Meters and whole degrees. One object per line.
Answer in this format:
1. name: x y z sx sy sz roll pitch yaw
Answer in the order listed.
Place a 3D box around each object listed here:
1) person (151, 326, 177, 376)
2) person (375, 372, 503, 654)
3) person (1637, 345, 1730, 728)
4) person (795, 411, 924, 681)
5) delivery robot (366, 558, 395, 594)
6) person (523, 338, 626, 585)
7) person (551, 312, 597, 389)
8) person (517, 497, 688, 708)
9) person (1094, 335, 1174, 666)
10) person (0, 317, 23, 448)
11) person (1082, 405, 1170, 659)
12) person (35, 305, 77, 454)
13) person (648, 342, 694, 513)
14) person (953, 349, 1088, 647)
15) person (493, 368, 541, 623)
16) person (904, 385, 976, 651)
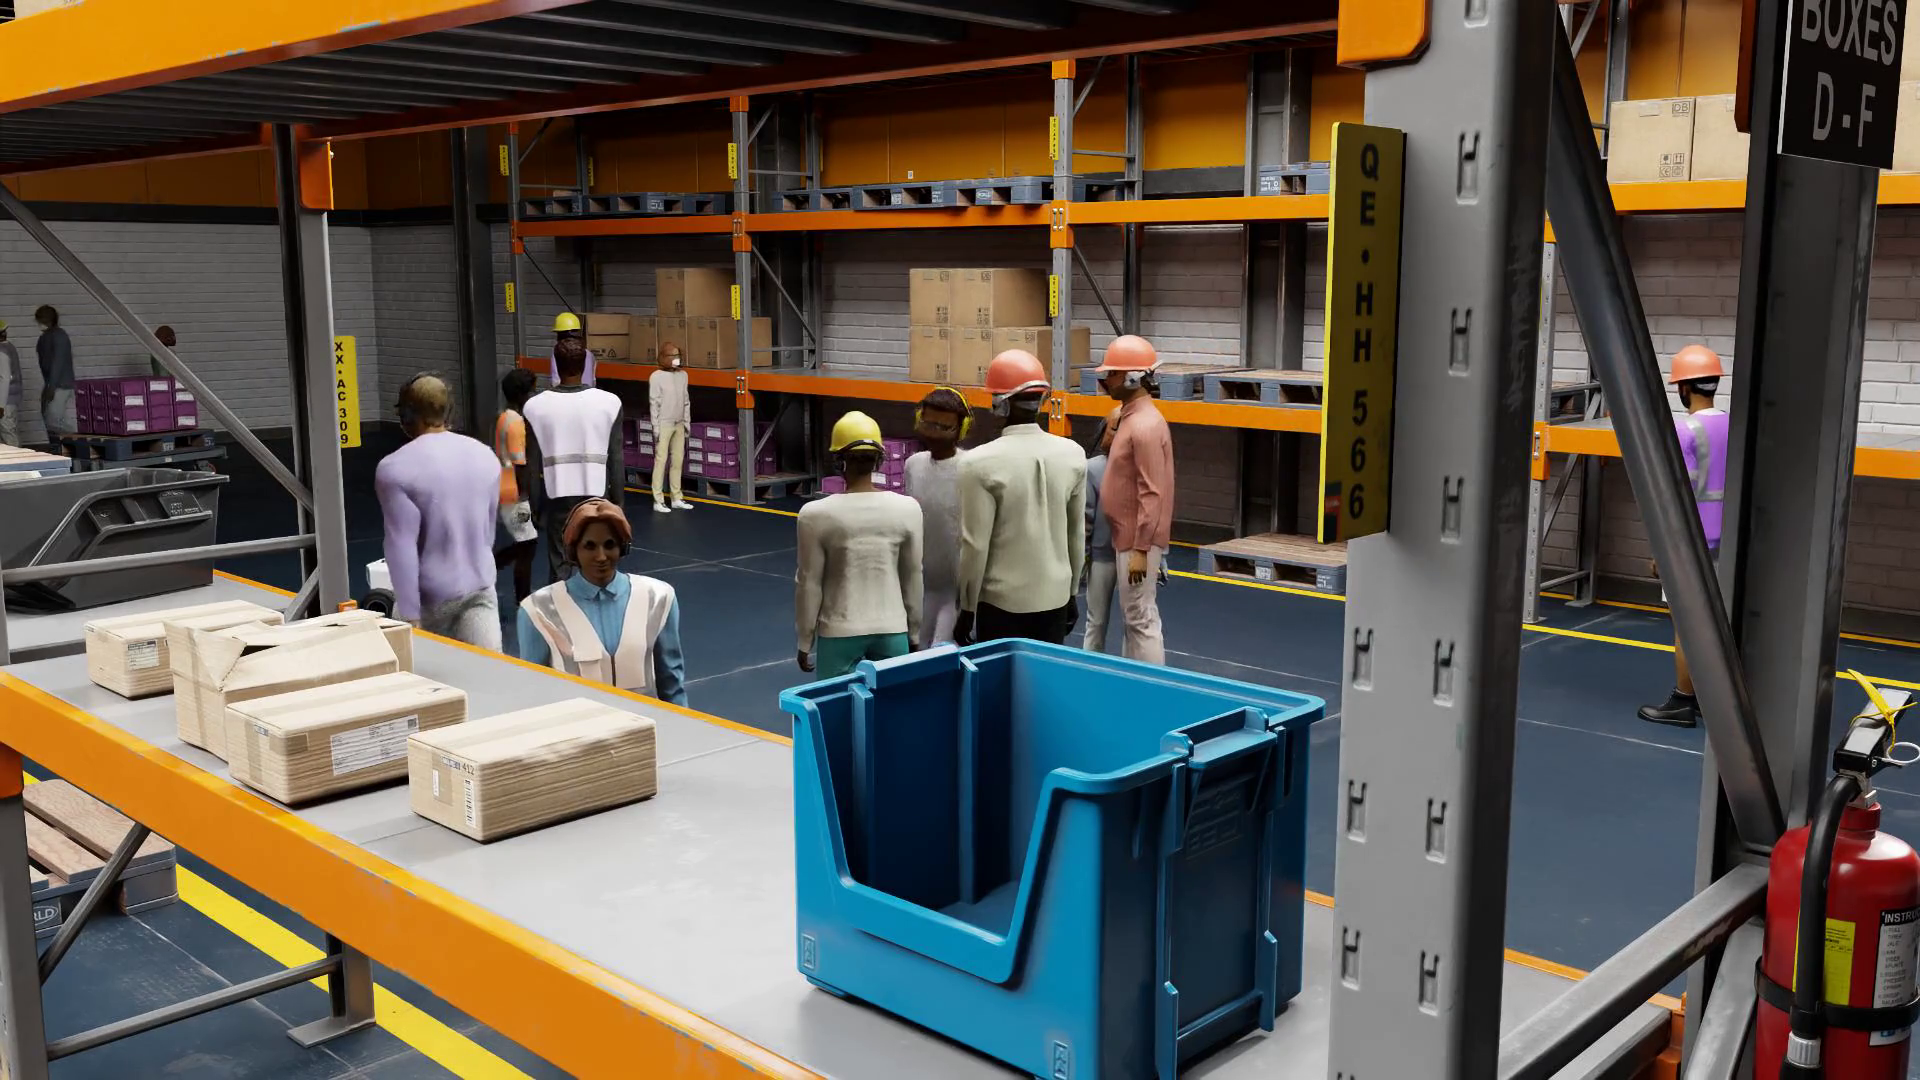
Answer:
1. person: -9.627 -1.781 20.204 0.503 1.632 0.274 7 12 37
2. person: -2.219 0.228 7.124 1.047 1.879 0.619 7 12 37
3. person: 3.705 -0.014 8.436 0.542 1.931 0.375 -6 11 -33
4. person: -0.399 0.372 6.602 0.527 1.760 0.339 -4 10 -21
5. delivery robot: -3.452 0.243 10.776 0.707 0.478 0.477 1 9 5
6. person: -2.292 -0.246 9.943 0.582 1.911 0.392 -2 9 -12
7. person: -3.561 -1.120 15.266 0.390 1.922 0.589 4 10 22
8. person: -1.092 0.678 5.105 0.513 1.634 0.312 -5 10 -26
9. person: 0.854 -0.014 8.241 0.396 1.992 0.622 0 9 1
10. person: -10.264 -1.493 17.819 0.403 1.828 0.588 -4 10 -23
11. person: 0.834 0.119 8.523 0.501 1.633 0.285 -1 9 -8
12. person: -10.198 -1.703 18.841 0.493 1.915 0.666 -8 13 -42
13. person: -2.765 -1.075 15.887 0.283 1.626 0.505 6 11 33
14. person: 0.239 0.227 6.768 0.619 1.992 0.388 -6 11 -34
15. person: -2.949 -0.279 10.822 0.476 1.680 0.541 -4 10 -21
16. person: -0.033 0.226 7.287 0.473 1.827 0.516 -9 13 -44
